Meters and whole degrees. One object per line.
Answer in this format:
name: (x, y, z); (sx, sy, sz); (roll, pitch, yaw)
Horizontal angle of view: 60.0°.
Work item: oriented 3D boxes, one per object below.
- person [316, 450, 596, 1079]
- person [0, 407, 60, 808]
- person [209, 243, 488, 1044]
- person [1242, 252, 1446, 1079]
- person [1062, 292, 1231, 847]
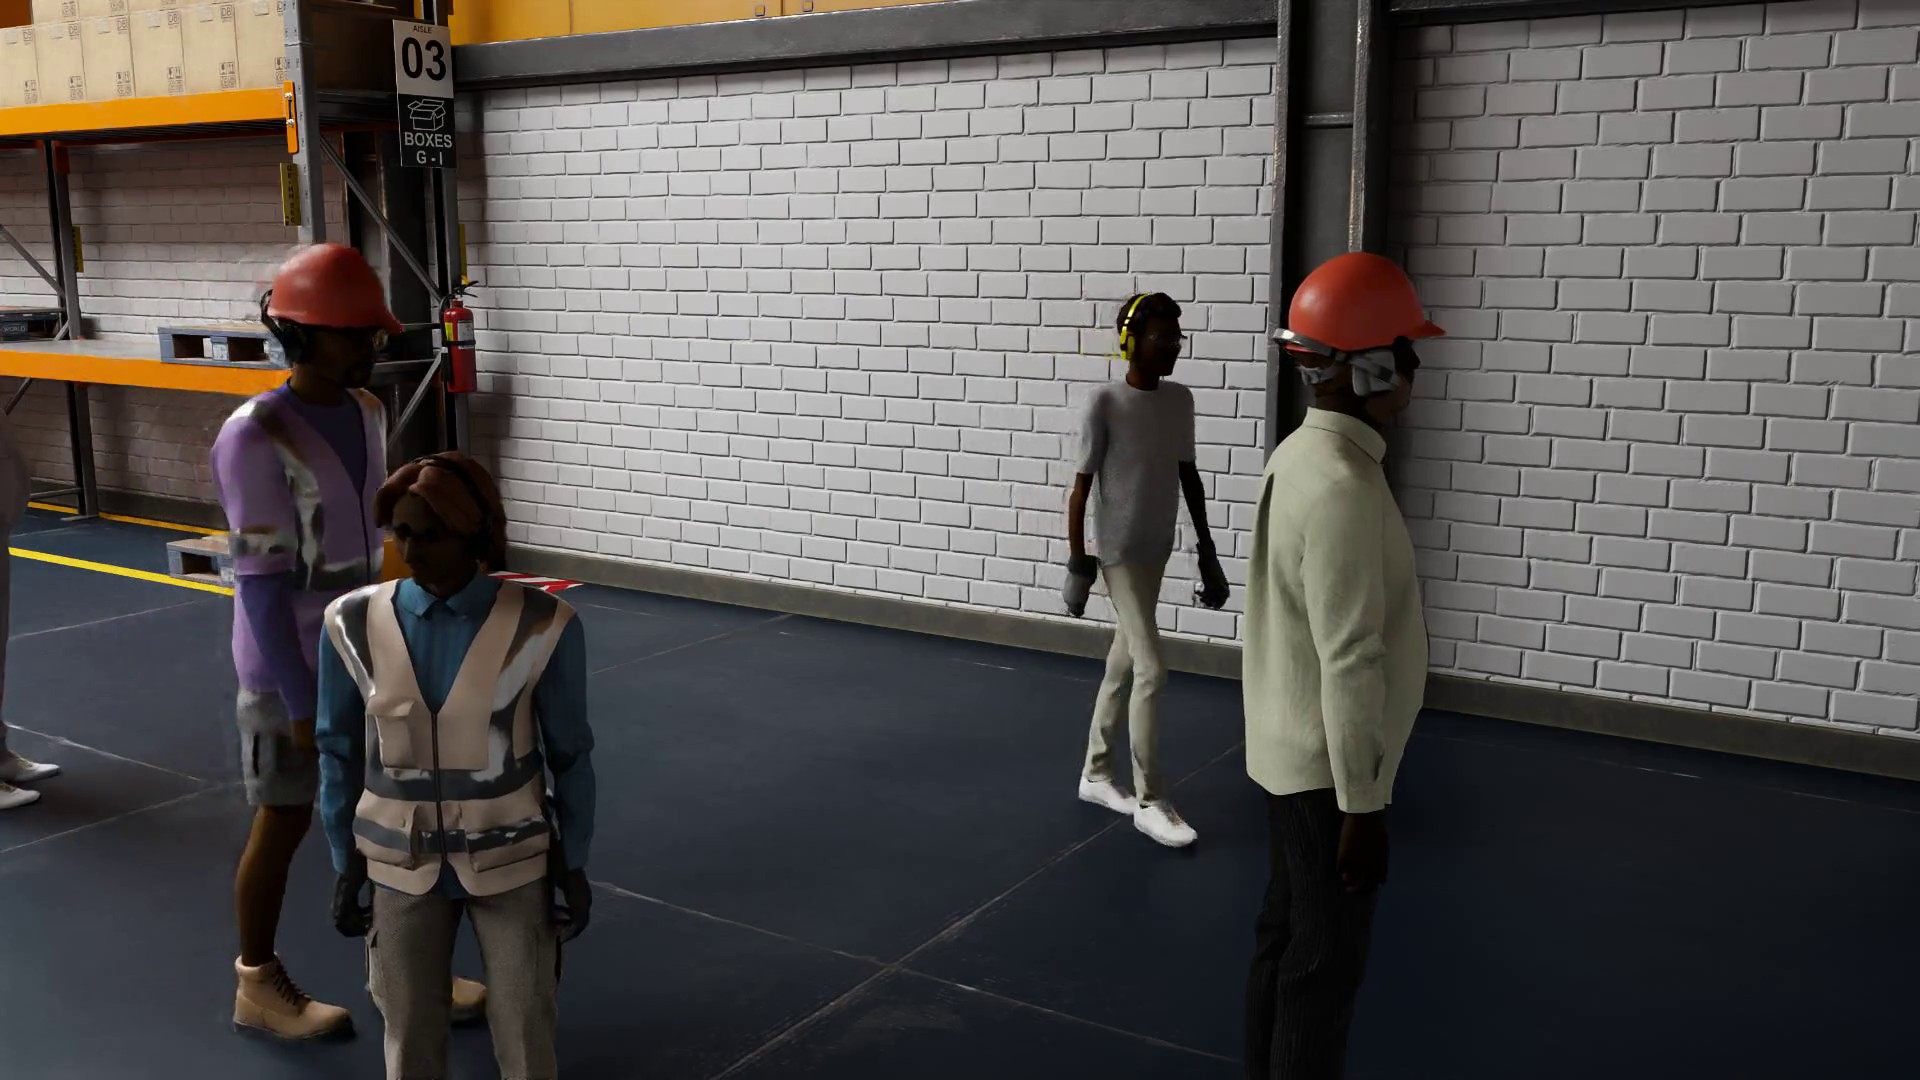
person: (-0.955, 0.640, 3.199); (0.515, 1.638, 0.314); (0, 10, -2)
person: (-3.524, 0.021, 5.935); (0.402, 1.895, 0.653); (-4, 11, -22)
person: (-1.509, 0.290, 4.112); (0.796, 2.007, 0.686); (2, 10, 13)
person: (0.750, 0.437, 3.329); (0.375, 1.997, 0.612); (0, 10, 1)
person: (0.688, 0.090, 5.675); (0.524, 1.841, 0.782); (-10, 14, -43)
